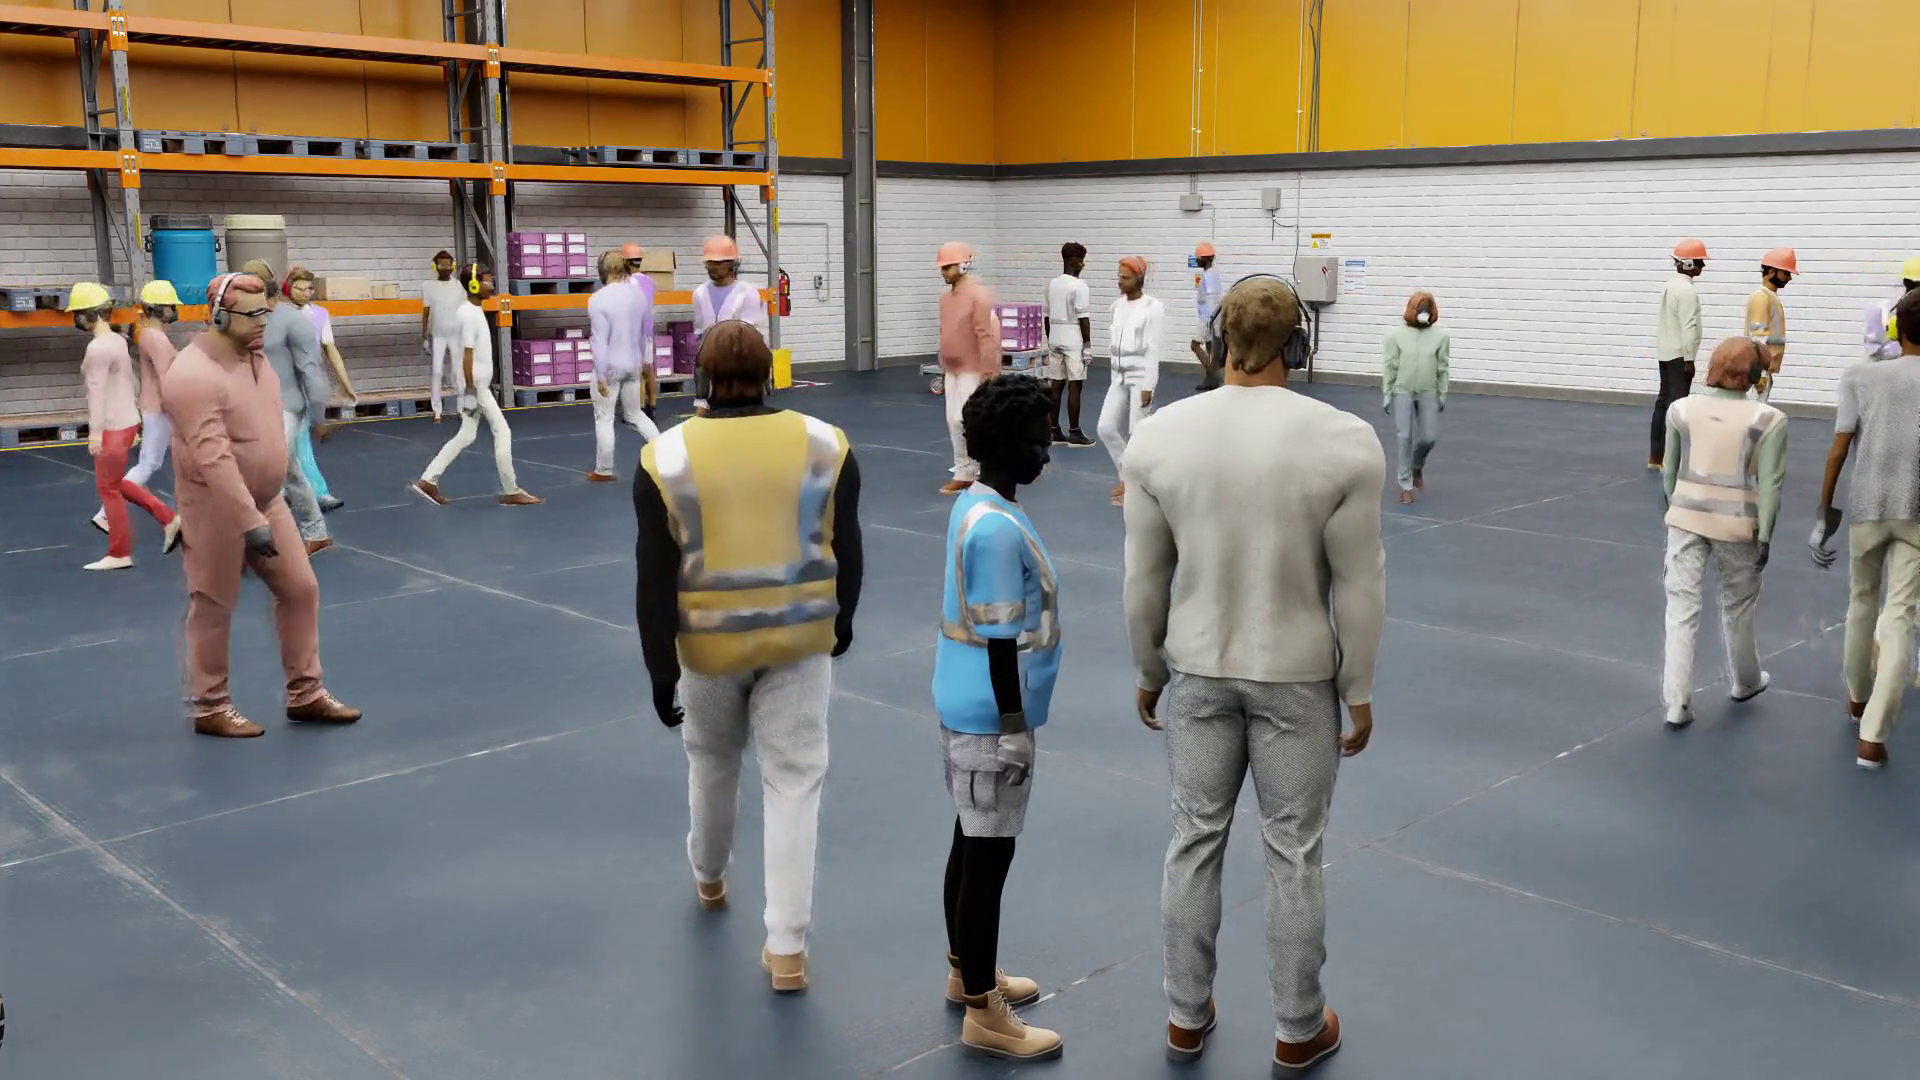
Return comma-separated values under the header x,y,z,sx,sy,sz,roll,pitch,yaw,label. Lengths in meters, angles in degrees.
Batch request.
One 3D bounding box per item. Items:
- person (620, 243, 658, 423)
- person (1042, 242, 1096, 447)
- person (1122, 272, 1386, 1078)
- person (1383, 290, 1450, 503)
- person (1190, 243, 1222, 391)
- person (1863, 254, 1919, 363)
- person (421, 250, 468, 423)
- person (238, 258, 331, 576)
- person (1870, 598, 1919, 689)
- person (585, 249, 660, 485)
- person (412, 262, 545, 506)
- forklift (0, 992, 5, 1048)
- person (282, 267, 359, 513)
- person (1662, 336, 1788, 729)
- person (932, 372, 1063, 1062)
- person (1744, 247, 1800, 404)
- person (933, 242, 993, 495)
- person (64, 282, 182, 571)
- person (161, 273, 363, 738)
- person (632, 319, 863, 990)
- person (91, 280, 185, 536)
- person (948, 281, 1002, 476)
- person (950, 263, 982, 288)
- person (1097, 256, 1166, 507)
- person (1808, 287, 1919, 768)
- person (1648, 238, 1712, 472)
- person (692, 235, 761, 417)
x,y,z,sx,sy,sz,roll,pitch,yaw,label
-3.502,-2.219,17.934,0.373,1.933,0.551,4,11,20,person
1.053,-1.869,15.957,0.377,1.959,0.604,-8,13,-38,person
0.698,0.336,4.006,0.628,1.935,0.373,4,11,21,person
3.473,-1.105,12.726,0.498,1.616,0.466,1,10,4,person
3.205,-2.884,21.604,0.439,1.922,0.557,4,11,19,person
6.938,-1.160,12.271,0.578,1.893,0.845,3,11,17,person
-5.553,-2.193,18.004,0.519,1.860,0.321,-4,11,-20,person
-4.213,-0.750,10.075,0.635,1.883,1.027,5,11,25,person
4.336,-0.202,7.257,0.628,1.824,0.480,-10,14,-43,person
-2.695,-1.366,13.346,0.828,1.919,0.637,8,13,36,person
-3.651,-1.149,12.403,0.922,1.834,0.521,-3,11,-17,person
-3.245,0.323,3.363,2.313,2.155,1.214,2,11,13,forklift
-4.814,-1.095,12.200,0.903,1.789,0.614,5,12,26,person
3.195,-0.043,6.962,0.517,1.604,0.810,9,14,40,person
0.093,0.431,4.147,0.320,1.692,0.531,-1,10,-5,person
6.457,-1.372,13.336,0.375,1.928,0.542,6,12,28,person
0.027,-1.331,12.981,0.478,1.971,0.633,-7,13,-34,person
-5.075,-0.681,10.059,0.513,1.746,0.521,-3,11,-14,person
-2.795,-0.110,6.598,0.767,1.872,0.662,2,11,10,person
-0.583,0.283,4.691,0.635,1.794,0.934,-2,11,-10,person
-5.391,-0.861,11.078,0.850,1.732,0.540,-6,12,-30,person
0.130,-1.360,14.062,0.523,1.636,0.310,9,14,40,person
0.081,-3.481,25.303,0.524,1.760,0.328,-4,11,-22,person
1.273,-1.168,12.392,0.413,1.869,0.584,-8,13,-36,person
3.689,-0.078,6.549,0.533,1.823,0.934,7,13,35,person
6.163,-1.572,14.239,0.386,1.992,0.625,1,10,4,person
-1.789,-1.295,12.677,0.615,2.024,0.531,4,11,23,person
